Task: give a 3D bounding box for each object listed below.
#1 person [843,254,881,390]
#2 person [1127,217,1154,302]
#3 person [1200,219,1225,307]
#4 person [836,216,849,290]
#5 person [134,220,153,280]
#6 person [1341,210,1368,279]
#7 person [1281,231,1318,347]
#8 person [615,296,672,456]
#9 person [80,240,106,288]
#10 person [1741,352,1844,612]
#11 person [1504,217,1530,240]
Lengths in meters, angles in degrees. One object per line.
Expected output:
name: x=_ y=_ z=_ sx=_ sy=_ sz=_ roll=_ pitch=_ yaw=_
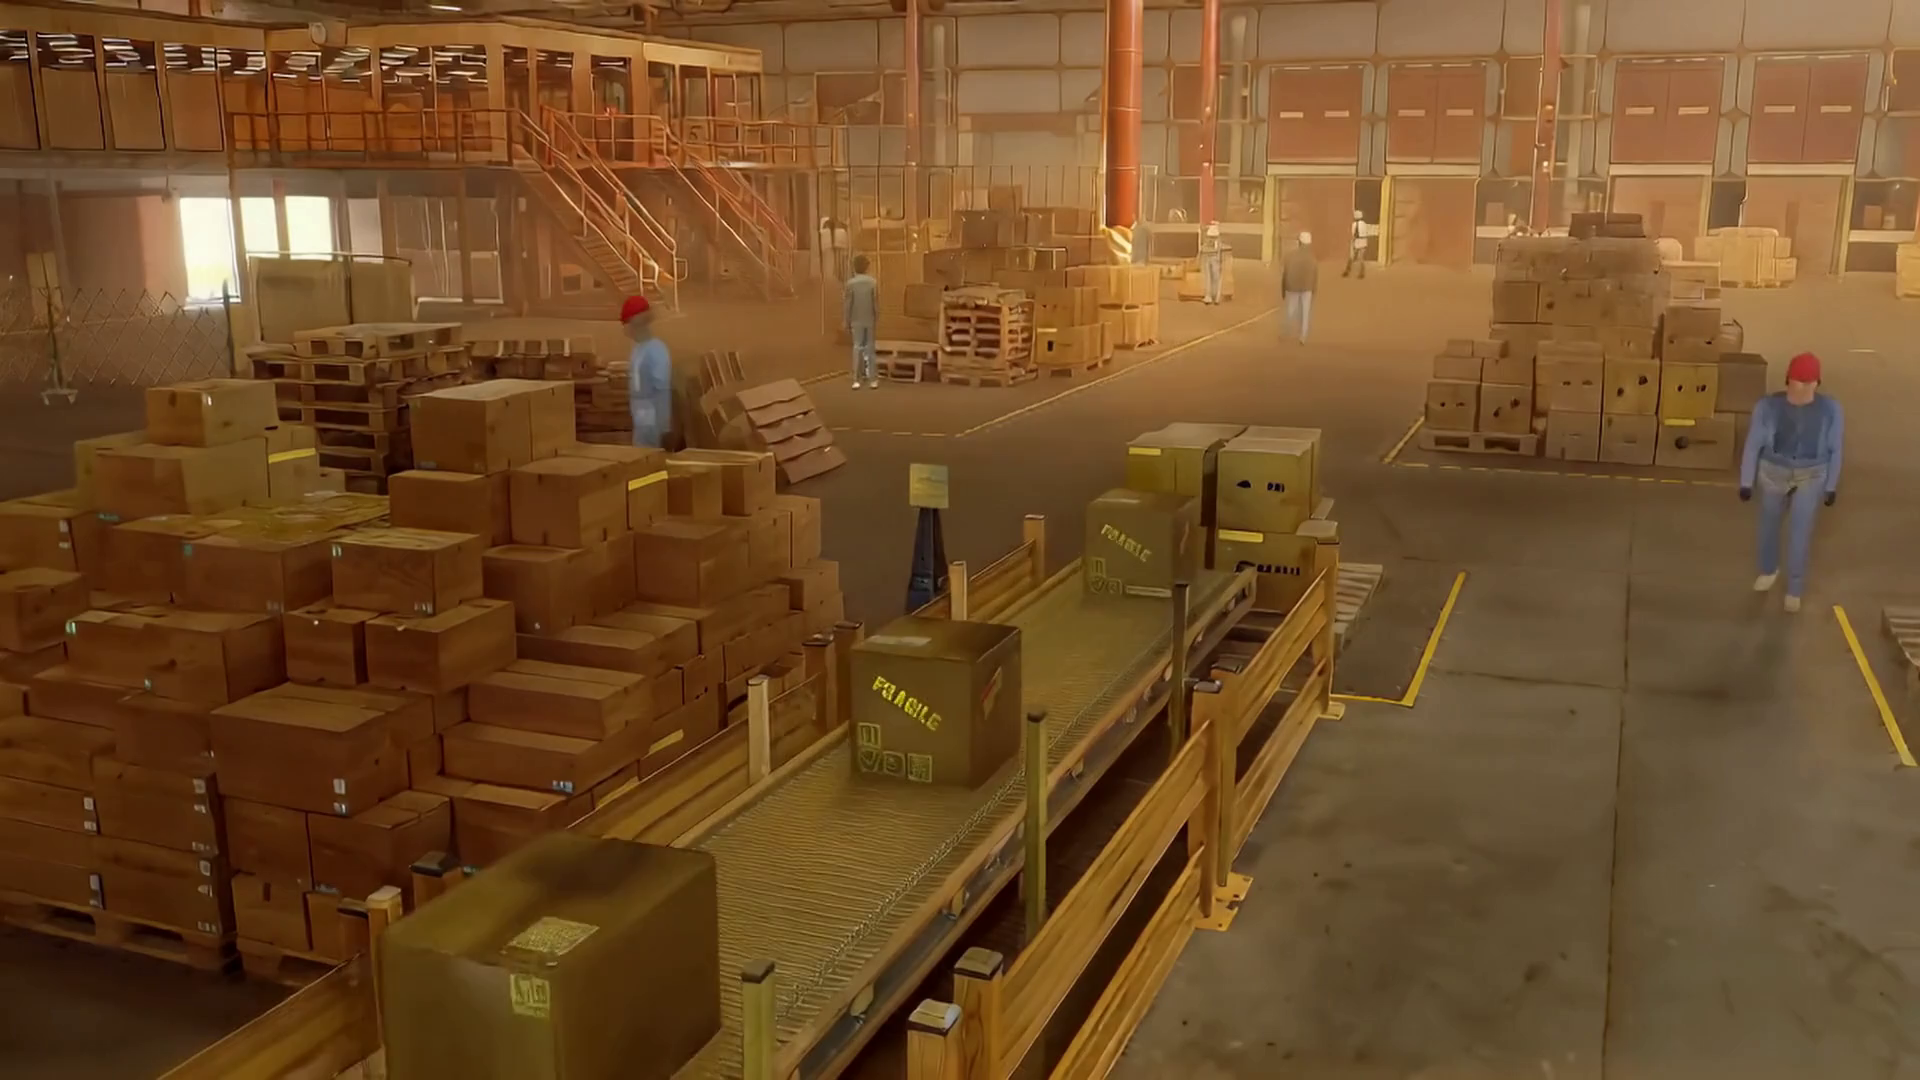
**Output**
person: x=-1.350 y=-3.008 z=22.983 sx=0.520 sy=1.865 sz=0.332 roll=-2 pitch=13 yaw=-8
person: x=4.156 y=-6.456 z=38.276 sx=0.632 sy=1.940 sz=0.372 roll=4 pitch=13 yaw=16
person: x=5.618 y=-6.157 z=36.954 sx=0.359 sy=1.930 sz=0.588 roll=-11 pitch=17 yaw=-41
person: x=-2.918 y=-7.263 z=42.116 sx=0.428 sy=1.842 sz=0.631 roll=-3 pitch=13 yaw=-12
person: x=-21.723 y=-7.729 z=44.088 sx=0.684 sy=1.876 sz=0.825 roll=-5 pitch=14 yaw=-22
person: x=11.046 y=-8.225 z=46.314 sx=0.570 sy=1.896 sz=0.933 roll=-6 pitch=14 yaw=-24
person: x=5.826 y=-4.330 z=28.654 sx=0.633 sy=1.975 sz=0.673 roll=-1 pitch=13 yaw=-4
person: x=-2.436 y=-0.981 z=13.584 sx=0.753 sy=2.009 sz=0.617 roll=-8 pitch=15 yaw=-32
person: x=-21.781 y=-7.125 z=41.528 sx=0.951 sy=1.831 sz=0.530 roll=1 pitch=13 yaw=5
person: x=5.818 y=-0.444 z=11.657 sx=0.613 sy=1.797 sz=0.795 roll=7 pitch=14 yaw=27
person: x=12.545 y=-6.289 z=37.508 sx=0.618 sy=1.944 sz=0.396 roll=0 pitch=13 yaw=0
